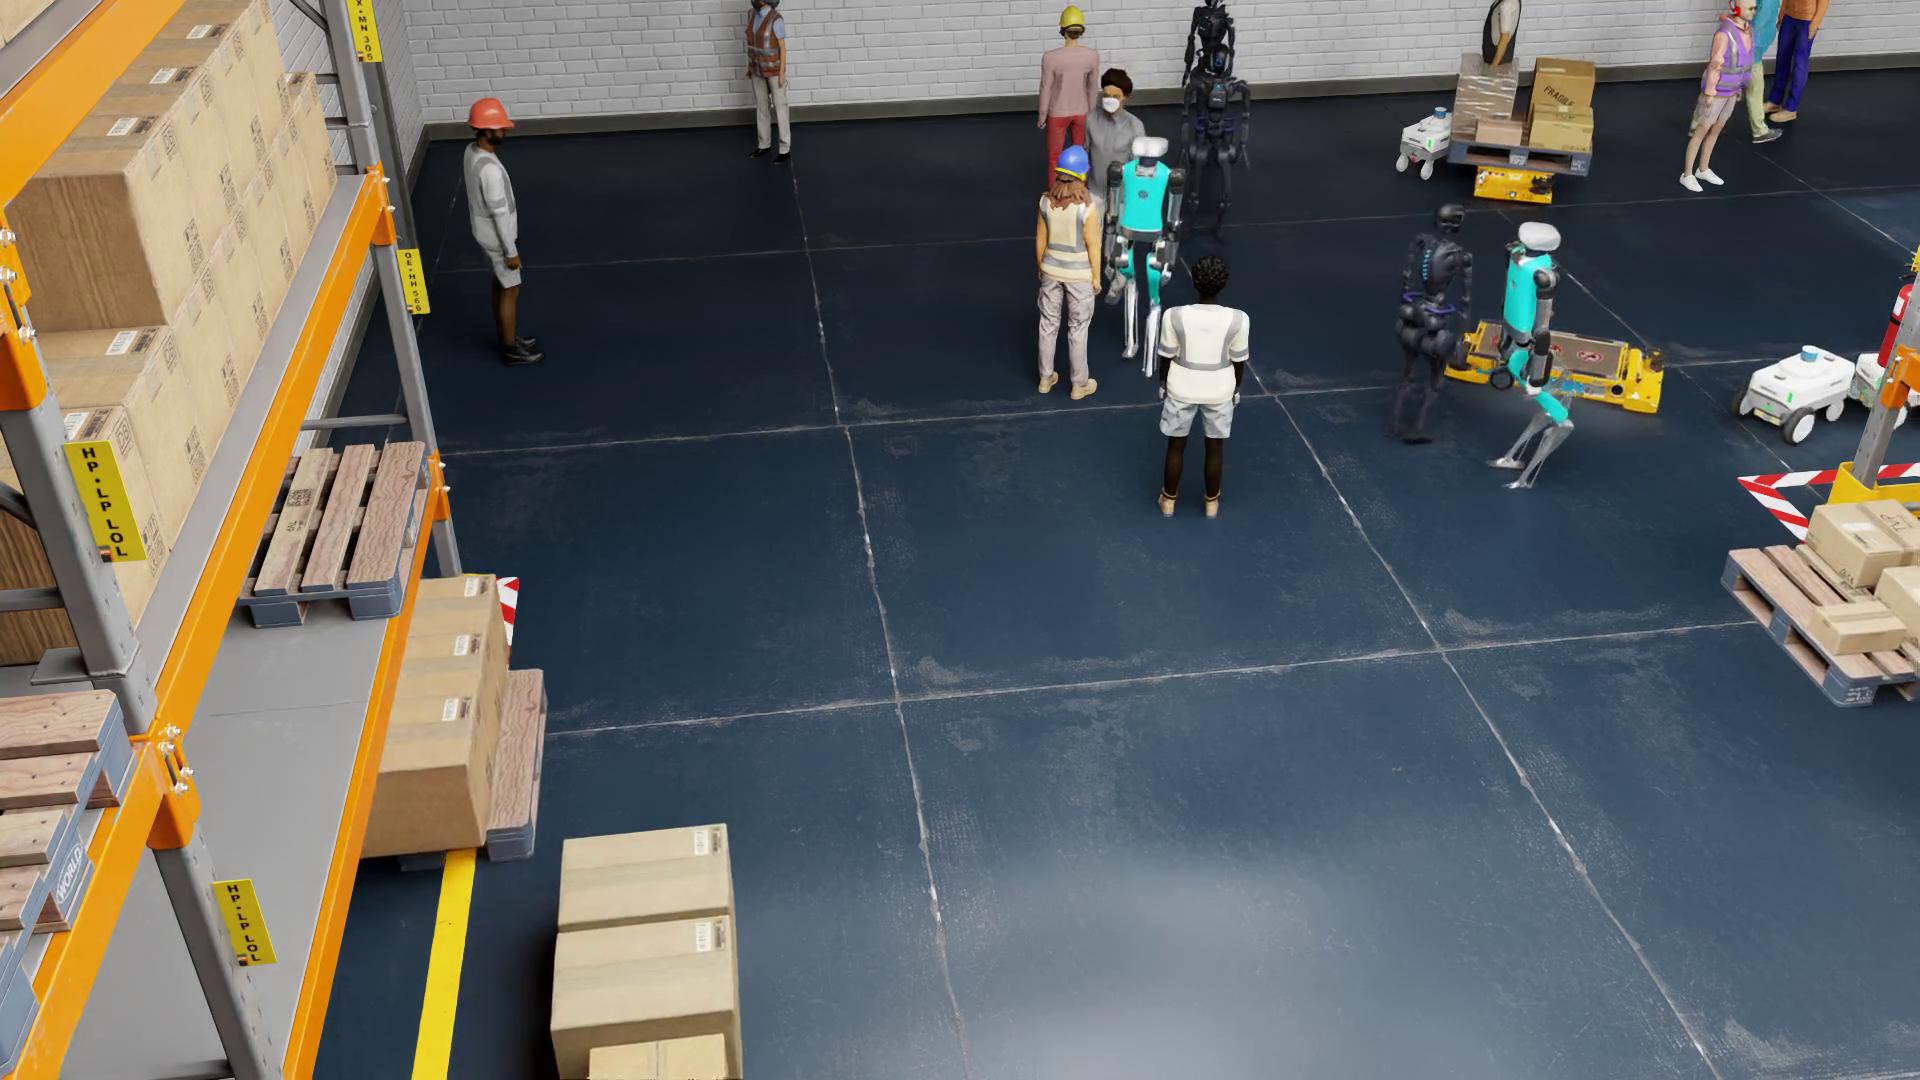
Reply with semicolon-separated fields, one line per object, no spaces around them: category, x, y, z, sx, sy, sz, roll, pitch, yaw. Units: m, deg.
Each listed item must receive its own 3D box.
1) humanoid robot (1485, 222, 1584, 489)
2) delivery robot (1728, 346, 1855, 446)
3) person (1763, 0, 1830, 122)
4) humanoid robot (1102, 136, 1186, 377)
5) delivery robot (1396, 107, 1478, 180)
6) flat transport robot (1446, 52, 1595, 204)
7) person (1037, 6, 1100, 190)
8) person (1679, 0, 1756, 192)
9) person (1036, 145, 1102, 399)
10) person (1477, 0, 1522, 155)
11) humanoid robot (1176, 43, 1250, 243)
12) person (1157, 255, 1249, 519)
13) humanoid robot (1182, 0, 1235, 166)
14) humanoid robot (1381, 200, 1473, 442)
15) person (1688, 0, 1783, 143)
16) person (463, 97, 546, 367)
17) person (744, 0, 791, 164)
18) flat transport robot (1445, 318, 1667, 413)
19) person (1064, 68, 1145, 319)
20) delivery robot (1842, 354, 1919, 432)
humanoid robot;3.593;-1.104;10.185;0.683;1.769;0.532;-5;33;-8
delivery robot;5.618;-1.019;11.135;0.757;0.576;0.499;-18;37;-26
person;8.112;-5.057;16.051;0.406;1.974;0.513;-11;35;-17
humanoid robot;1.282;-2.018;11.614;0.536;1.793;0.763;7;34;11
delivery robot;4.353;-3.652;15.179;0.773;0.586;0.499;-26;41;-34
flat transport robot;5.028;-3.411;15.080;0.659;0.231;1.431;9;34;14
person;0.905;-3.592;13.996;0.525;1.760;0.327;-10;34;-15
person;6.657;-3.917;14.550;0.478;1.694;0.350;-21;38;-28
person;0.732;-1.794;11.221;0.462;1.778;0.309;15;36;22
person;4.823;-4.330;15.047;0.334;1.842;0.511;10;34;15
humanoid robot;2.058;-3.197;13.457;0.599;1.652;0.330;4;33;6
person;1.427;-0.889;9.910;0.533;1.693;0.320;3;33;5
humanoid robot;2.263;-4.233;15.045;0.359;1.646;0.585;-25;40;-32
humanoid robot;3.024;-1.392;10.694;0.325;1.653;0.589;-21;39;-29
person;7.410;-4.547;15.512;0.858;1.693;0.577;7;34;10
person;-3.196;-2.135;11.612;0.390;1.927;0.548;-16;36;-23
person;-1.755;-4.263;15.083;0.444;1.687;0.313;22;39;30
flat transport robot;4.203;-1.240;11.752;1.431;0.231;0.659;13;35;19
person;1.066;-2.520;12.245;0.574;1.863;0.902;14;35;20
delivery robot;6.401;-1.054;11.208;0.790;0.597;0.499;-1;33;-2
